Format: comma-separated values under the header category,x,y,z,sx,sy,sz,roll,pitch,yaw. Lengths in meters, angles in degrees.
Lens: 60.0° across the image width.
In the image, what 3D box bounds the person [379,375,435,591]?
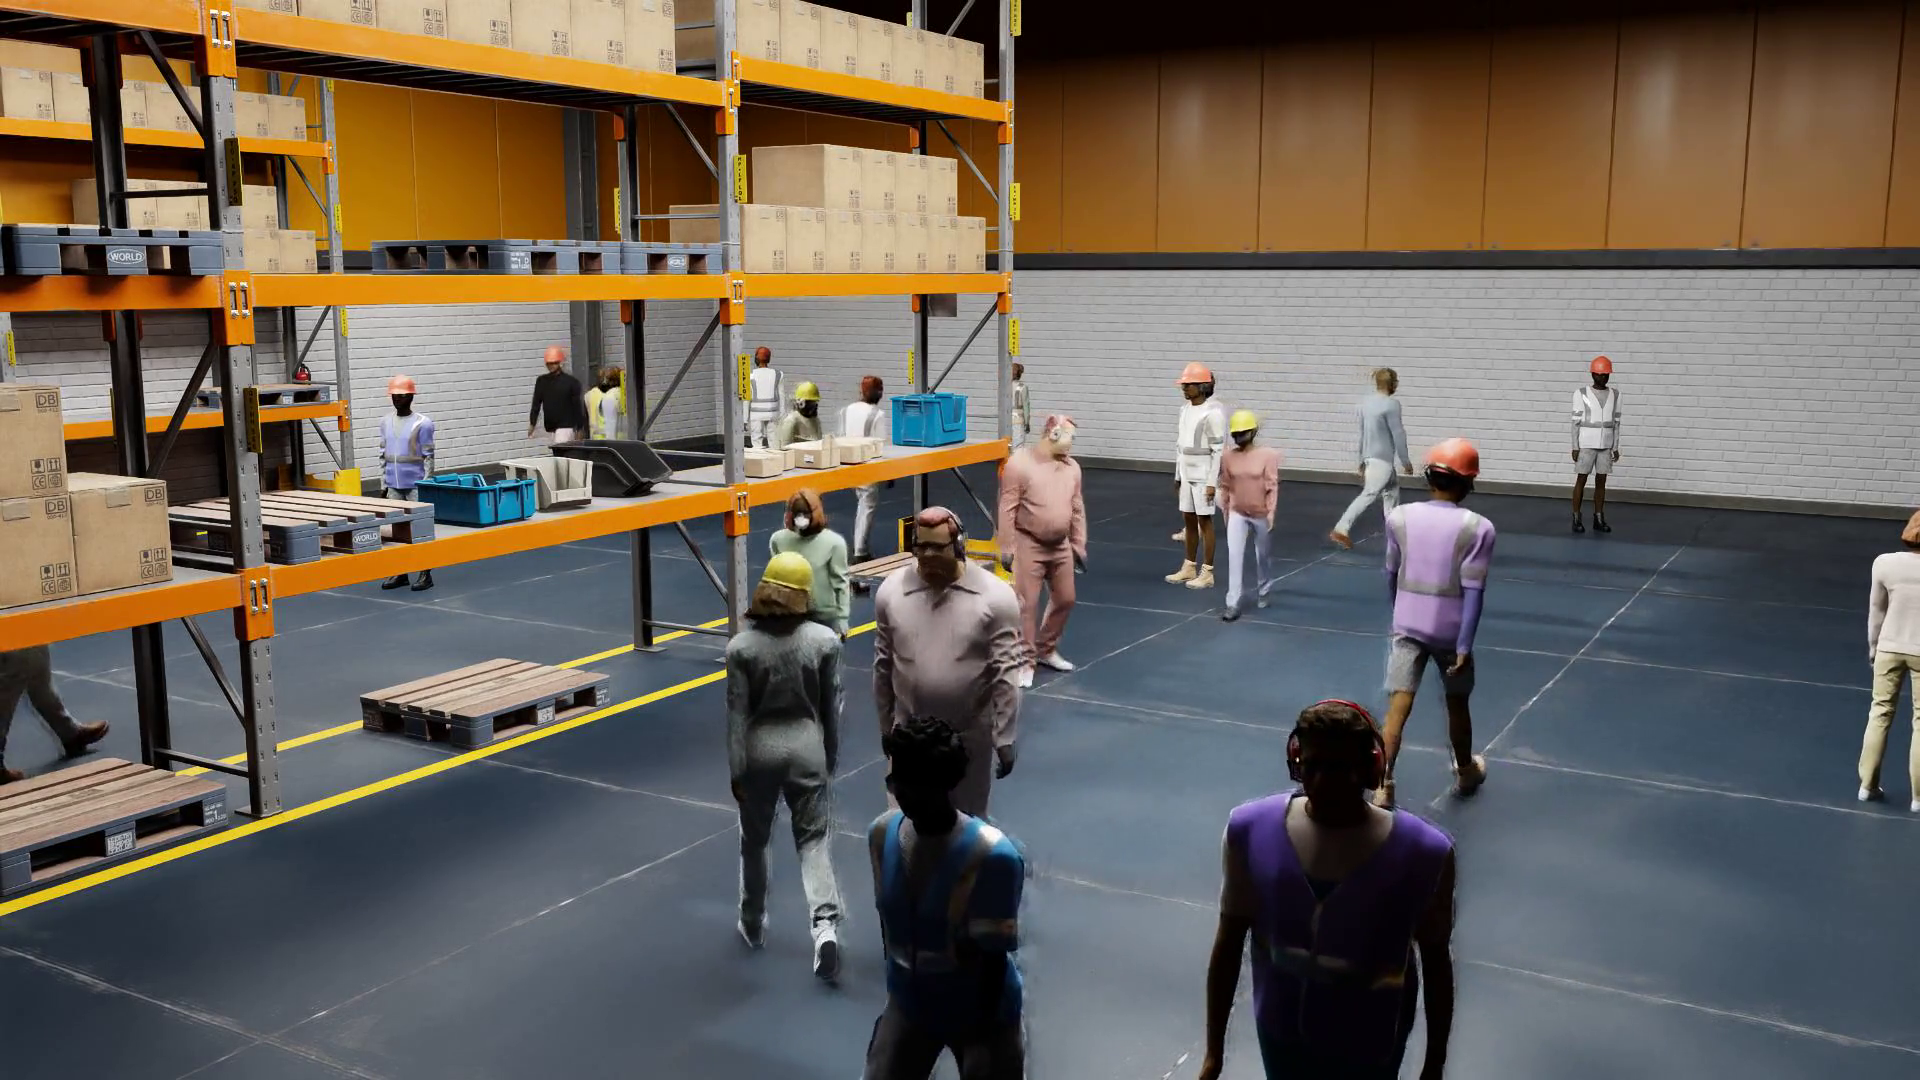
category,x,y,z,sx,sy,sz,roll,pitch,yaw
person,-4.972,-0.512,14.925,0.545,1.942,0.347,3,9,16

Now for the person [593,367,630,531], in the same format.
category,x,y,z,sx,sy,sz,roll,pitch,yaw
person,-3.896,-0.992,18.319,0.716,1.811,0.633,2,9,10

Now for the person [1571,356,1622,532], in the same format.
category,x,y,z,sx,sy,sz,roll,pitch,yaw
person,7.000,-1.050,18.298,0.544,1.939,0.355,0,9,-2

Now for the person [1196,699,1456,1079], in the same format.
category,x,y,z,sx,sy,sz,roll,pitch,yaw
person,0.875,1.290,4.083,0.568,1.813,0.845,5,10,29

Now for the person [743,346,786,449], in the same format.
category,x,y,z,sx,sy,sz,roll,pitch,yaw
person,-2.581,-1.603,21.910,0.584,1.883,0.345,-3,10,-19

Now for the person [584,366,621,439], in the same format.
category,x,y,z,sx,sy,sz,roll,pitch,yaw
person,-4.038,-1.091,19.000,0.633,1.804,0.891,6,11,31

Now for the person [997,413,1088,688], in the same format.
category,x,y,z,sx,sy,sz,roll,pitch,yaw
person,0.566,0.063,11.563,0.721,1.880,0.469,-6,11,-33

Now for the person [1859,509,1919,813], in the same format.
category,x,y,z,sx,sy,sz,roll,pitch,yaw
person,5.066,0.625,8.828,0.284,1.626,0.493,-8,12,-39

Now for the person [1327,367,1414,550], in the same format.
category,x,y,z,sx,sy,sz,roll,pitch,yaw
person,4.257,-0.832,17.101,1.013,1.898,0.637,-1,9,-9

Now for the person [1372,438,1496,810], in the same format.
category,x,y,z,sx,sy,sz,roll,pitch,yaw
person,2.490,0.463,8.735,0.609,1.986,1.117,7,11,36

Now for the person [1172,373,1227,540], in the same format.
category,x,y,z,sx,sy,sz,roll,pitch,yaw
person,2.666,-0.887,17.664,0.740,1.819,0.632,-2,9,-14

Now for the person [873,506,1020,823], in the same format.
category,x,y,z,sx,sy,sz,roll,pitch,yaw
person,-0.069,0.800,6.937,0.650,1.881,0.640,1,9,9

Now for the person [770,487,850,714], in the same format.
category,x,y,z,sx,sy,sz,roll,pitch,yaw
person,-0.886,0.447,10.074,0.510,1.578,0.916,2,9,11

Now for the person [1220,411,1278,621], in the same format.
category,x,y,z,sx,sy,sz,roll,pitch,yaw
person,2.404,-0.221,13.829,0.527,1.710,0.957,4,10,23

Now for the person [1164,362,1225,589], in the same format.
category,x,y,z,sx,sy,sz,roll,pitch,yaw
person,2.121,-0.578,15.019,0.385,2.045,0.605,-4,10,-25

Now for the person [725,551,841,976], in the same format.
category,x,y,z,sx,sy,sz,roll,pitch,yaw
person,-0.706,0.909,6.798,0.487,1.703,0.746,-2,9,-13

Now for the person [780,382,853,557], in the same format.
category,x,y,z,sx,sy,sz,roll,pitch,yaw
person,-1.417,-0.638,16.191,0.939,1.775,0.602,4,10,21

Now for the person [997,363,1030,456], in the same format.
category,x,y,z,sx,sy,sz,roll,pitch,yaw
person,0.727,-1.563,22.431,0.523,1.636,0.310,8,12,39

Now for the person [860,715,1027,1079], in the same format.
category,x,y,z,sx,sy,sz,roll,pitch,yaw
person,-0.091,1.299,4.487,0.552,1.659,0.807,6,11,34

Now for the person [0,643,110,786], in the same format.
category,x,y,z,sx,sy,sz,roll,pitch,yaw
person,-5.261,0.404,9.380,0.631,1.888,1.025,4,10,22

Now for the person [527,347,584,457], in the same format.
category,x,y,z,sx,sy,sz,roll,pitch,yaw
person,-5.014,-1.405,20.511,0.620,1.930,1.044,4,10,25

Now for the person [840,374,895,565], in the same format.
category,x,y,z,sx,sy,sz,roll,pitch,yaw
person,-0.894,-0.689,16.274,0.643,1.860,0.585,8,12,39
